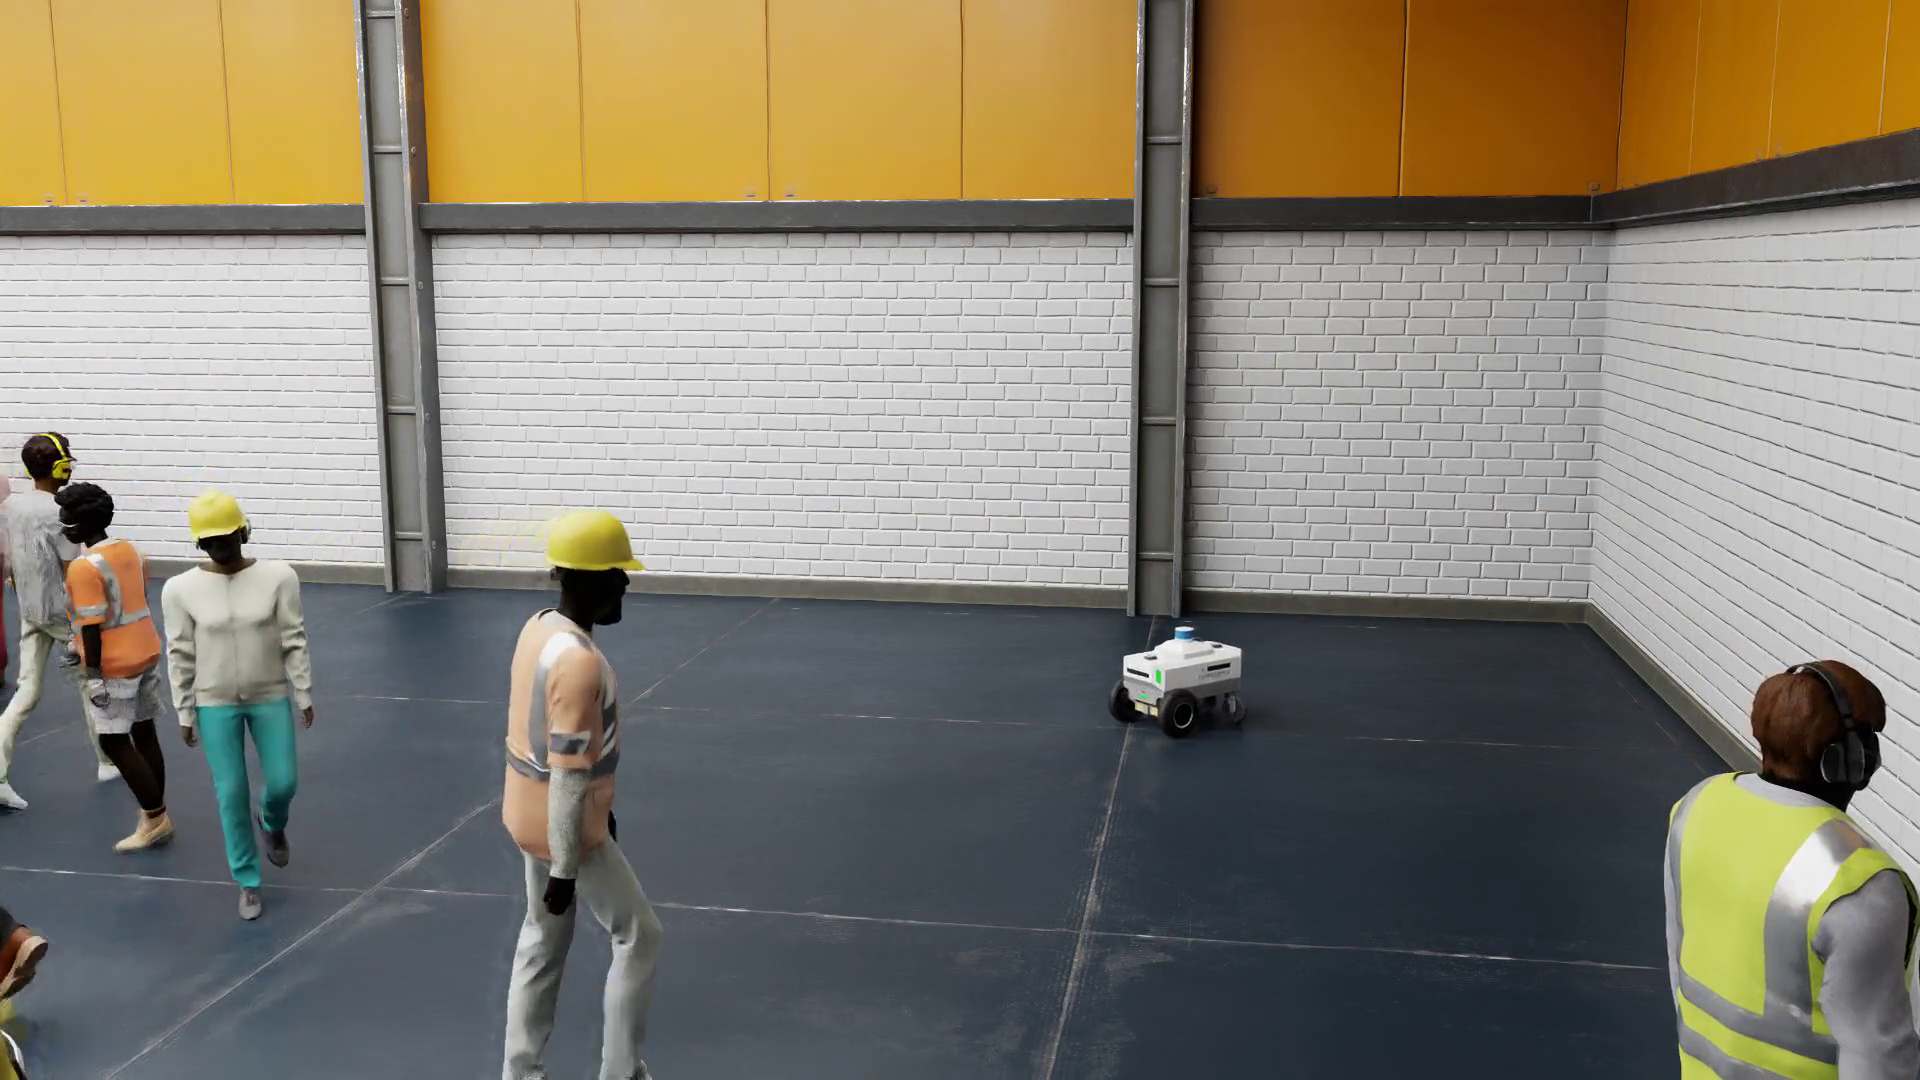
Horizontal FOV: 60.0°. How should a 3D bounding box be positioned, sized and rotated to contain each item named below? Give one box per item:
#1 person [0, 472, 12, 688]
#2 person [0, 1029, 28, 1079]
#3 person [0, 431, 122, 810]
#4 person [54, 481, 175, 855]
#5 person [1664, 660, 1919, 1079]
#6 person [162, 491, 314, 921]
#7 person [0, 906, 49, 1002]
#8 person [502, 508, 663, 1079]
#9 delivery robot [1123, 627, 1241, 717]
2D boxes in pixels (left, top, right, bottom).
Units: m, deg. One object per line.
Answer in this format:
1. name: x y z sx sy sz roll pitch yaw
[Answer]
1. person: -6.004 0.133 10.021 0.522 1.719 0.825 -8 12 -40
2. person: -1.199 1.371 2.131 0.591 1.808 0.834 0 9 1
3. person: -4.498 0.383 8.162 0.523 1.834 0.972 2 10 14
4. person: -3.772 0.563 7.496 0.360 1.686 0.656 0 9 -1
5. person: 1.685 1.149 3.373 0.429 1.845 0.625 -2 9 -11
6. person: -2.931 0.647 6.792 0.532 1.744 0.516 -4 10 -26
7. person: -3.522 0.733 5.529 0.591 1.974 0.613 0 9 -2
8. person: -1.117 0.849 5.062 0.709 1.901 0.589 -5 10 -28
9. delivery robot: 1.282 0.743 9.547 0.707 0.478 0.477 -7 11 -36
